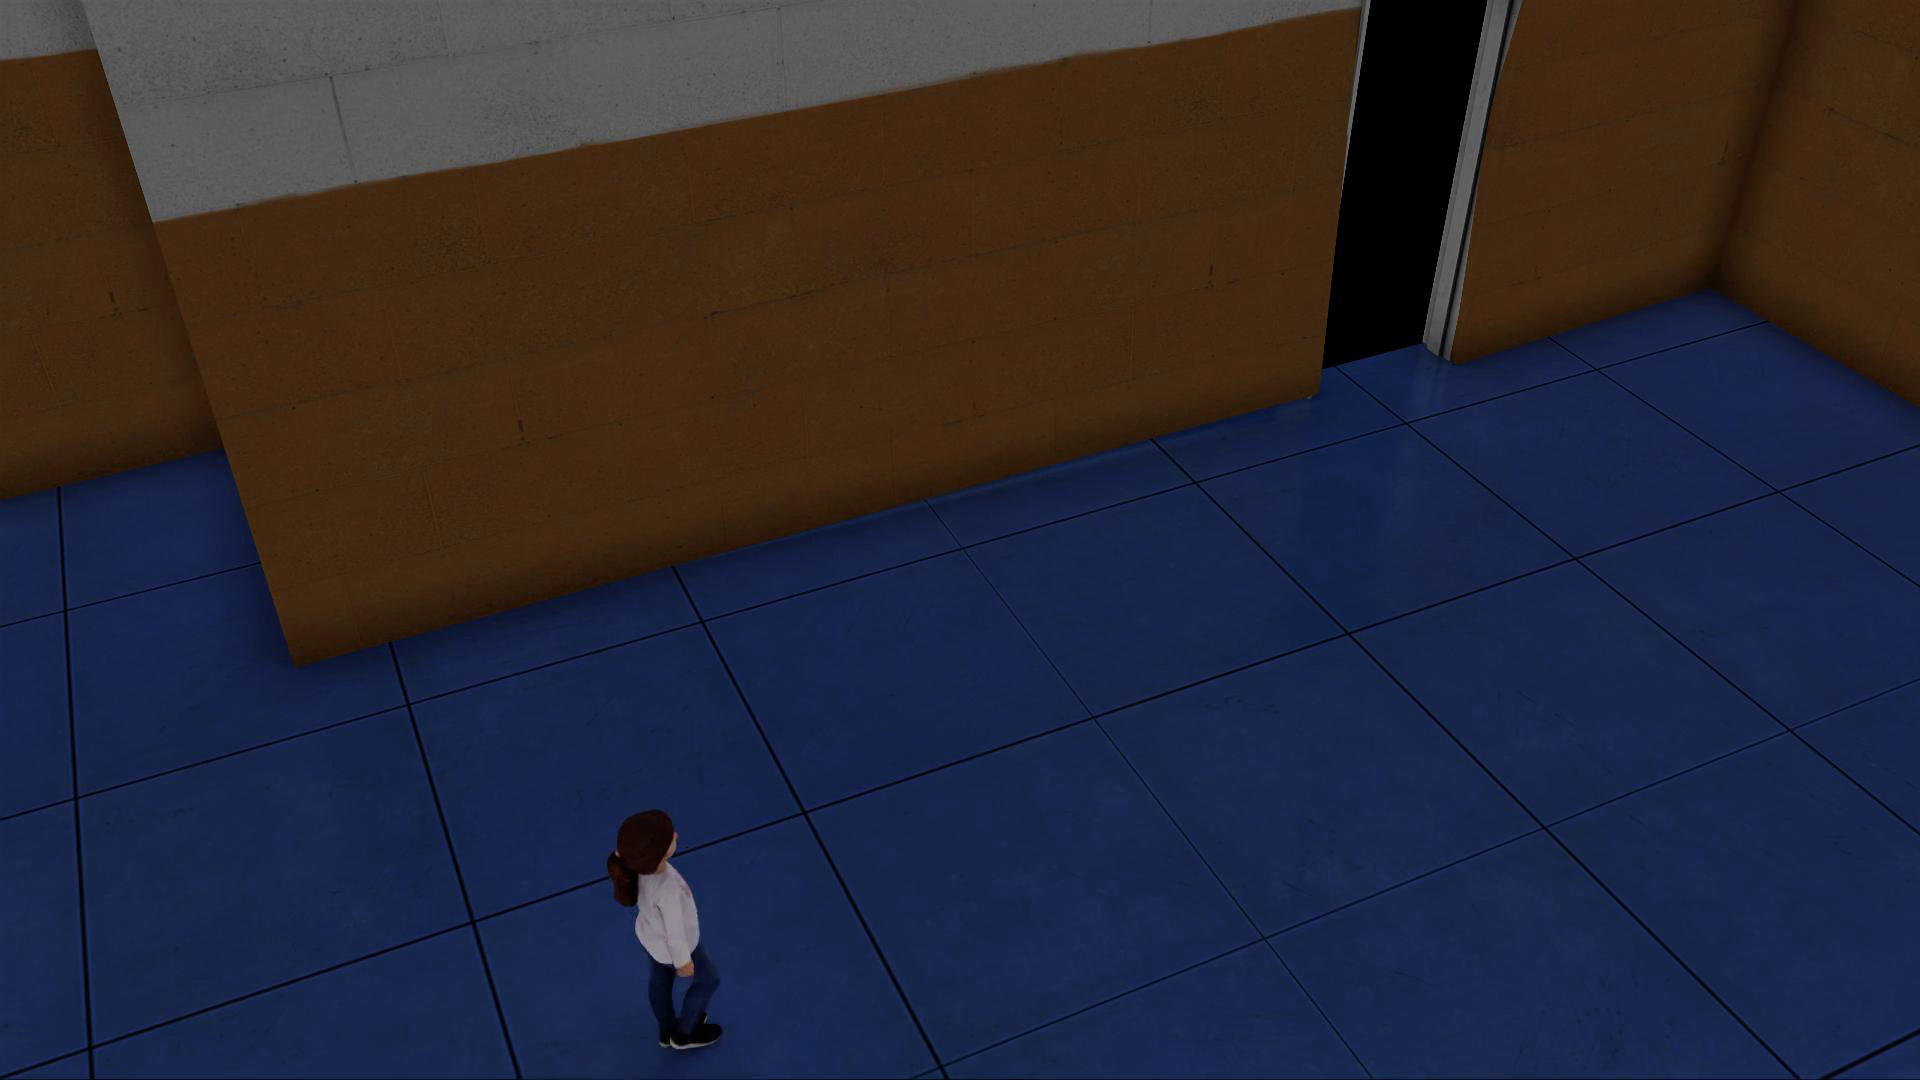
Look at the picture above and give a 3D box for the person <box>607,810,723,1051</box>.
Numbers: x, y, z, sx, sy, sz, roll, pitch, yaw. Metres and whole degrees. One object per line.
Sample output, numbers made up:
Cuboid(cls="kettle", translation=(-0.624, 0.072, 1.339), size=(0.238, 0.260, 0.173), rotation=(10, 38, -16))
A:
Cuboid(cls="person", translation=(-1.016, 1.326, 5.510), size=(0.556, 1.107, 0.470), rotation=(-24, 43, -28))
